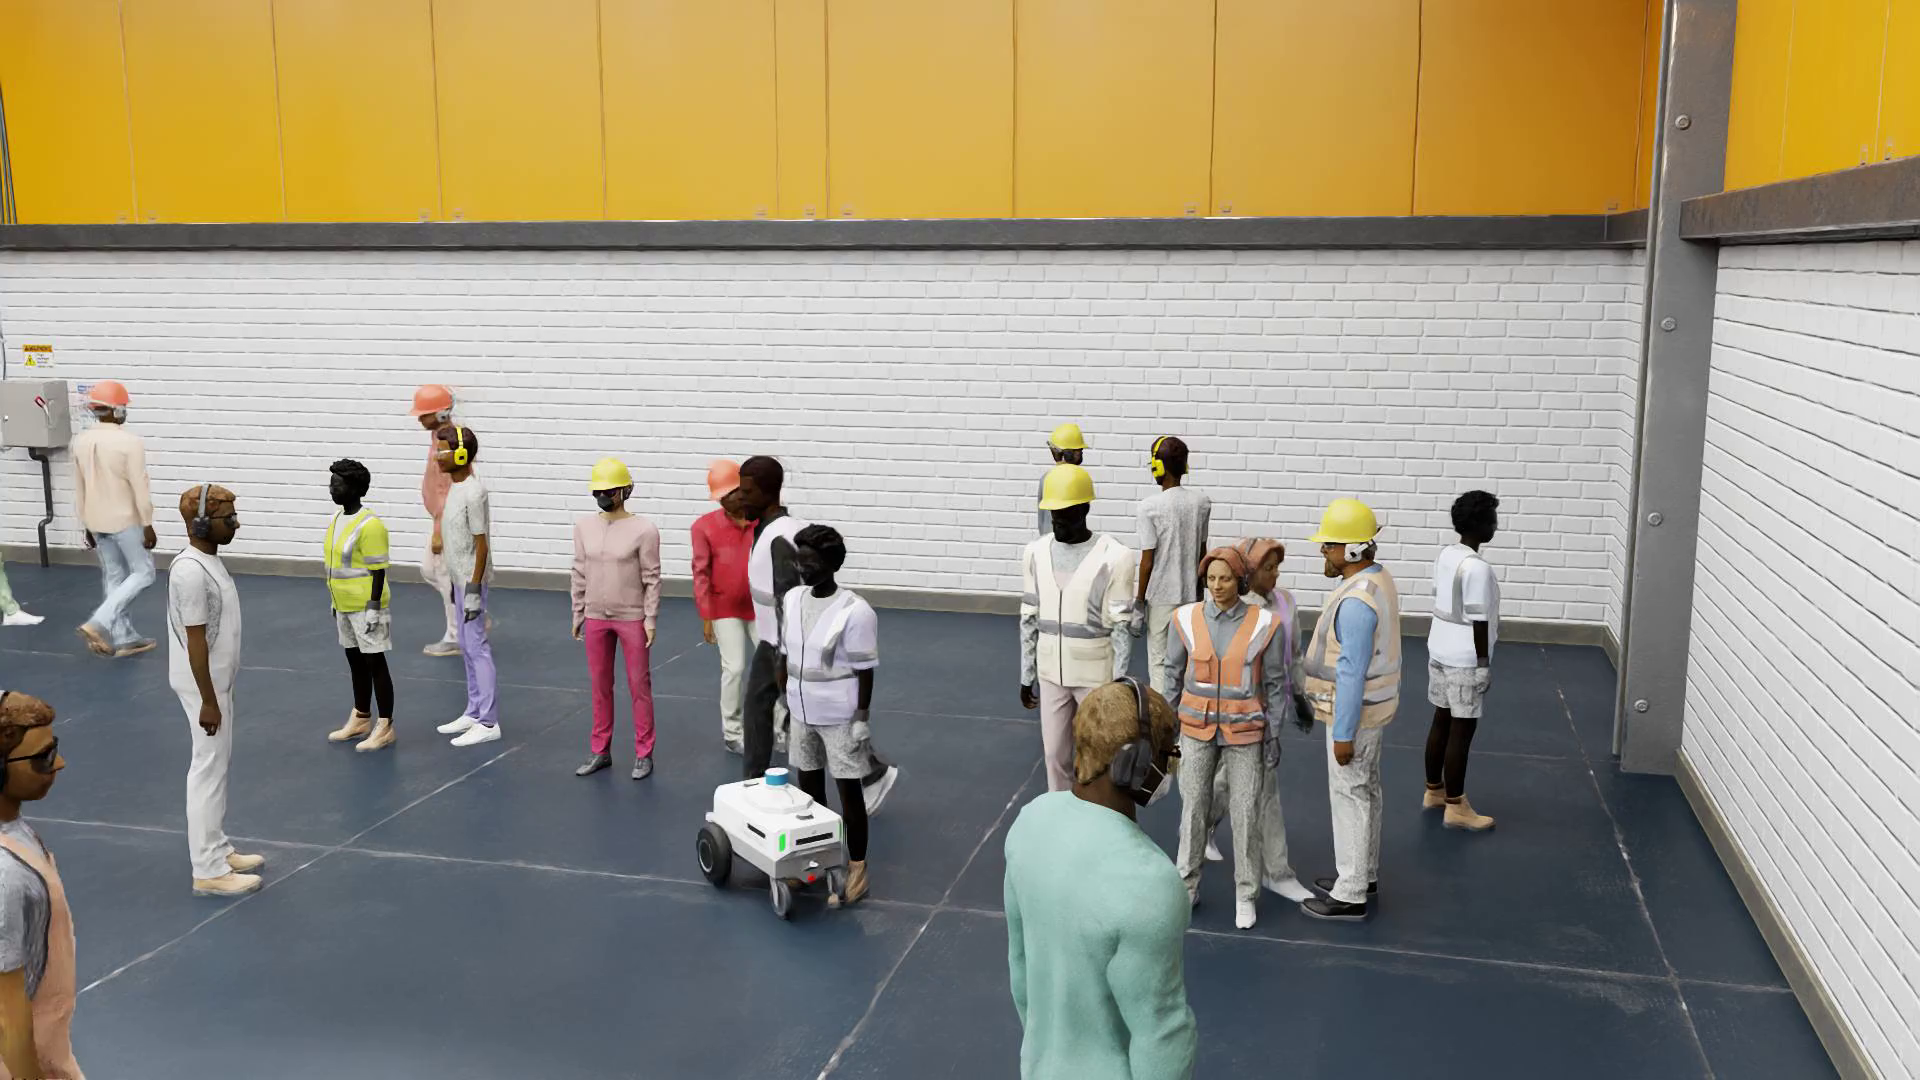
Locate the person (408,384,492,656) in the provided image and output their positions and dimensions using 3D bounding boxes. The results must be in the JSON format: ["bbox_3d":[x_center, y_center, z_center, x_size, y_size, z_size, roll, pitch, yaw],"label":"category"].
[{"bbox_3d":[-3.649,-0.130,11.775,0.425,1.959,0.661,-3,10,-15],"label":"person"}]

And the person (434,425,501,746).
[{"bbox_3d":[-2.896,0.263,9.721,0.328,1.873,0.518,-5,11,-28],"label":"person"}]

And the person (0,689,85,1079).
[{"bbox_3d":[-2.290,1.245,4.064,0.687,1.827,0.546,-7,12,-35],"label":"person"}]

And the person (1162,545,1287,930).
[{"bbox_3d":[1.114,0.831,7.062,0.525,1.639,0.307,3,10,19],"label":"person"}]

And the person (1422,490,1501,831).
[{"bbox_3d":[2.518,0.589,8.313,0.317,1.695,0.540,-1,10,-5],"label":"person"}]

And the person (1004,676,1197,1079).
[{"bbox_3d":[0.324,1.253,3.714,0.372,1.934,0.627,-5,11,-26],"label":"person"}]

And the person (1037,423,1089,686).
[{"bbox_3d":[0.686,0.121,10.867,0.315,1.770,0.524,-4,11,-24],"label":"person"}]

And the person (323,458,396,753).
[{"bbox_3d":[-3.473,0.372,9.594,0.530,1.697,0.321,9,13,43],"label":"person"}]

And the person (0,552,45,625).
[{"bbox_3d":[-7.642,-0.207,12.655,0.983,1.825,0.533,-1,10,-3],"label":"person"}]

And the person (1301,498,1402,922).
[{"bbox_3d":[1.678,0.725,7.155,0.403,1.824,0.596,4,10,22],"label":"person"}]

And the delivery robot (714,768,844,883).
[{"bbox_3d":[-0.814,1.263,7.428,0.477,0.478,0.707,-6,11,-33],"label":"delivery robot"}]

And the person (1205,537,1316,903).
[{"bbox_3d":[1.314,0.765,7.557,0.513,1.604,0.838,-9,13,-43],"label":"person"}]

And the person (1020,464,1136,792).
[{"bbox_3d":[0.518,0.602,7.609,0.584,1.916,0.390,6,12,34],"label":"person"}]

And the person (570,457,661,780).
[{"bbox_3d":[-1.878,0.427,9.066,0.524,1.769,0.308,2,10,14],"label":"person"}]

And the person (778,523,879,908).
[{"bbox_3d":[-0.593,0.761,7.300,0.540,1.695,0.317,8,12,38],"label":"person"}]

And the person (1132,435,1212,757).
[{"bbox_3d":[1.158,0.350,9.237,0.508,1.864,0.329,-6,11,-33],"label":"person"}]

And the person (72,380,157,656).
[{"bbox_3d":[-5.970,-0.126,11.684,0.629,1.980,0.617,4,10,20],"label":"person"}]

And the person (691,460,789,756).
[{"bbox_3d":[-1.229,0.389,9.464,0.572,1.710,0.370,-3,10,-16],"label":"person"}]

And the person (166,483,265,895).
[{"bbox_3d":[-3.351,0.662,7.453,0.328,1.842,0.516,-3,10,-18],"label":"person"}]

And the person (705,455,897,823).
[{"bbox_3d":[-0.804,0.498,8.326,0.898,1.888,0.609,-2,10,-14],"label":"person"}]
